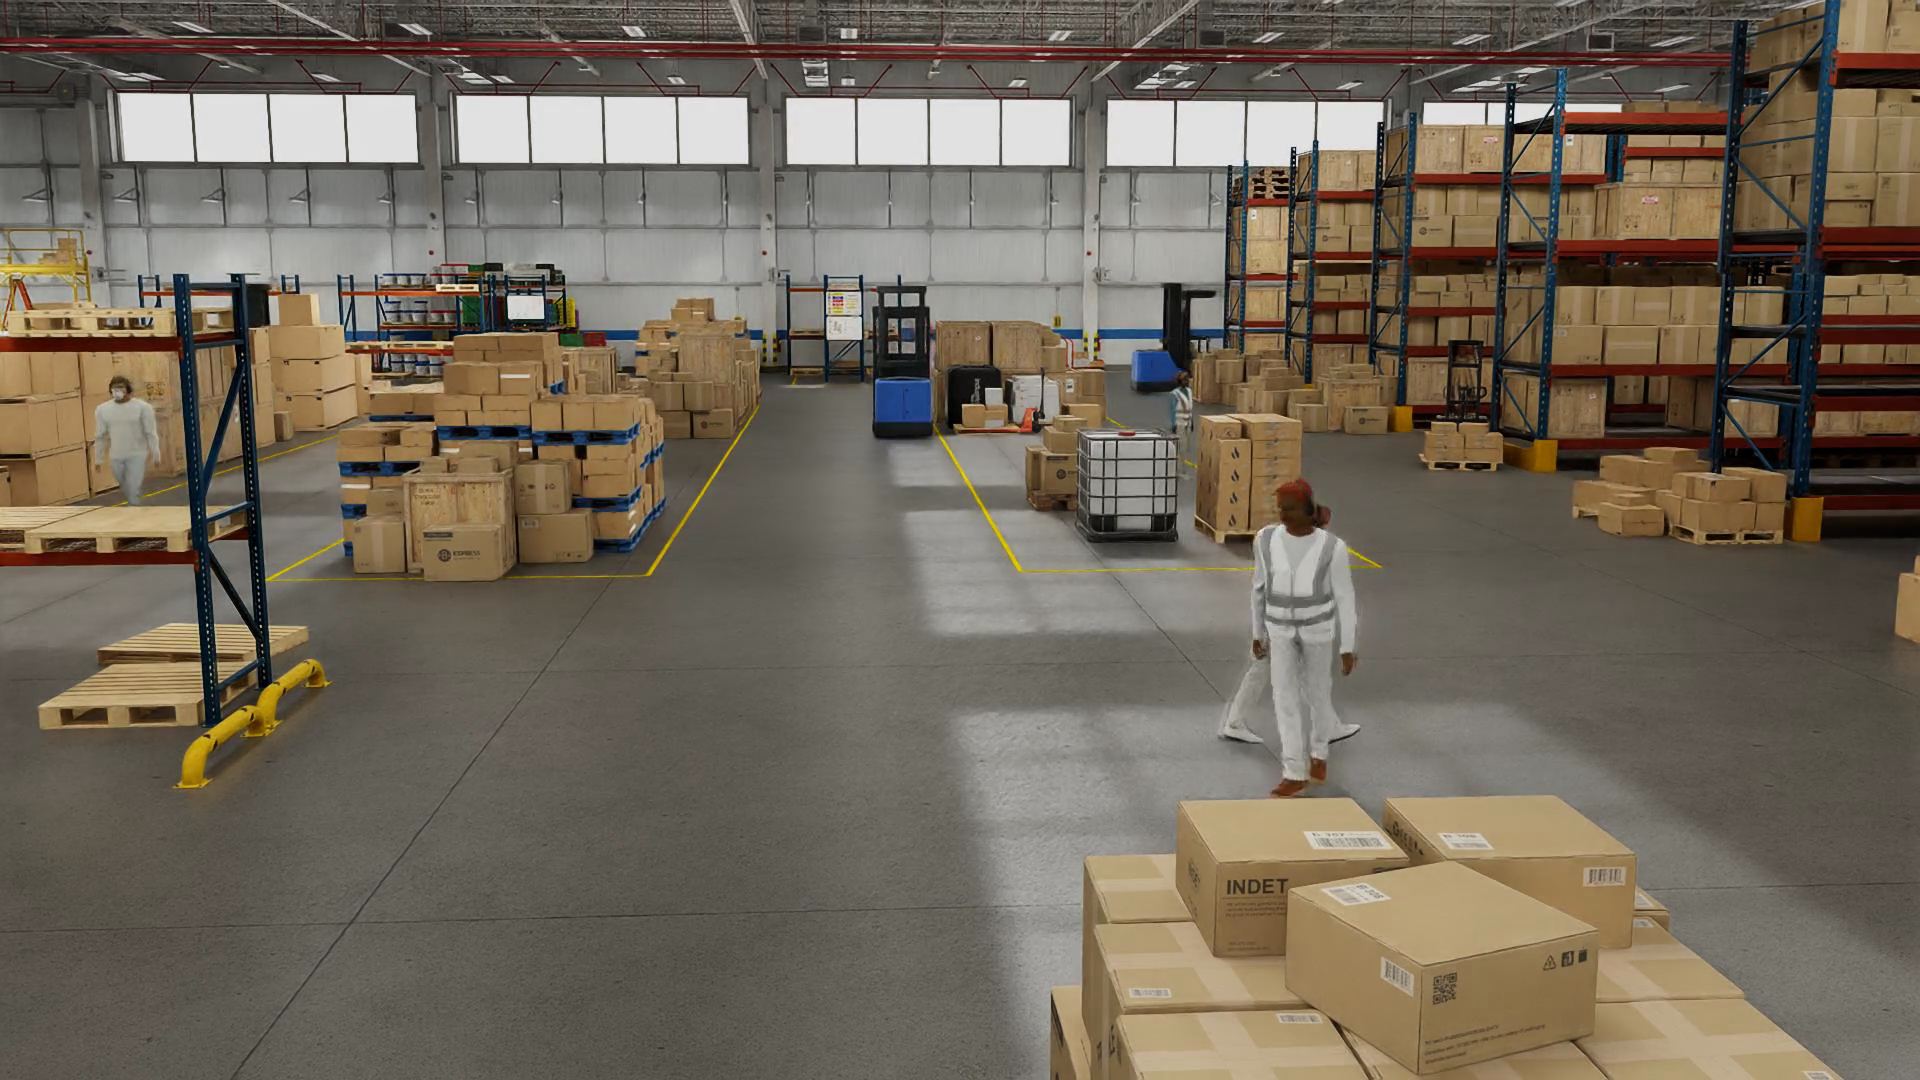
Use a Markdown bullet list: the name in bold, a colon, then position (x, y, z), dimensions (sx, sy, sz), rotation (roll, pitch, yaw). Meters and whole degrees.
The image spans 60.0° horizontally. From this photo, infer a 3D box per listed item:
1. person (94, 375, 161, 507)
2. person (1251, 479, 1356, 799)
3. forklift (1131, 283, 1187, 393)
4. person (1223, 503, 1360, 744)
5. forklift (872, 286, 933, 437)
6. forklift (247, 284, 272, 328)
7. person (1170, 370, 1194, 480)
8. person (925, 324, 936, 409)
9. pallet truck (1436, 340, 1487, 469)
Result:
- **person**: position (-9.426, -0.896, 18.715), dimensions (0.655, 1.894, 0.991), rotation (0, 9, -1)
- **person**: position (2.011, 0.561, 9.717), dimensions (0.666, 1.845, 0.802), rotation (3, 10, 21)
- **forklift**: position (5.393, -5.183, 42.576), dimensions (1.873, 2.768, 1.129), rotation (-1, 9, -4)
- **person**: position (2.129, 0.546, 10.672), dimensions (0.894, 1.569, 0.545), rotation (-1, 9, -8)
- **forklift**: position (-1.093, -3.397, 31.358), dimensions (1.129, 2.768, 1.873), rotation (-1, 9, -4)
- **forklift**: position (-16.080, -4.509, 38.341), dimensions (1.873, 2.768, 1.129), rotation (-2, 9, -12)
- **person**: position (3.254, -1.716, 24.734), dimensions (0.510, 1.622, 0.527), rotation (7, 12, 38)
- **person**: position (-0.715, -3.904, 37.526), dimensions (0.573, 1.920, 0.417), rotation (-6, 11, -31)
- **pallet truck**: position (8.004, -2.170, 26.422), dimensions (0.823, 1.965, 1.885), rotation (2, 9, 14)
